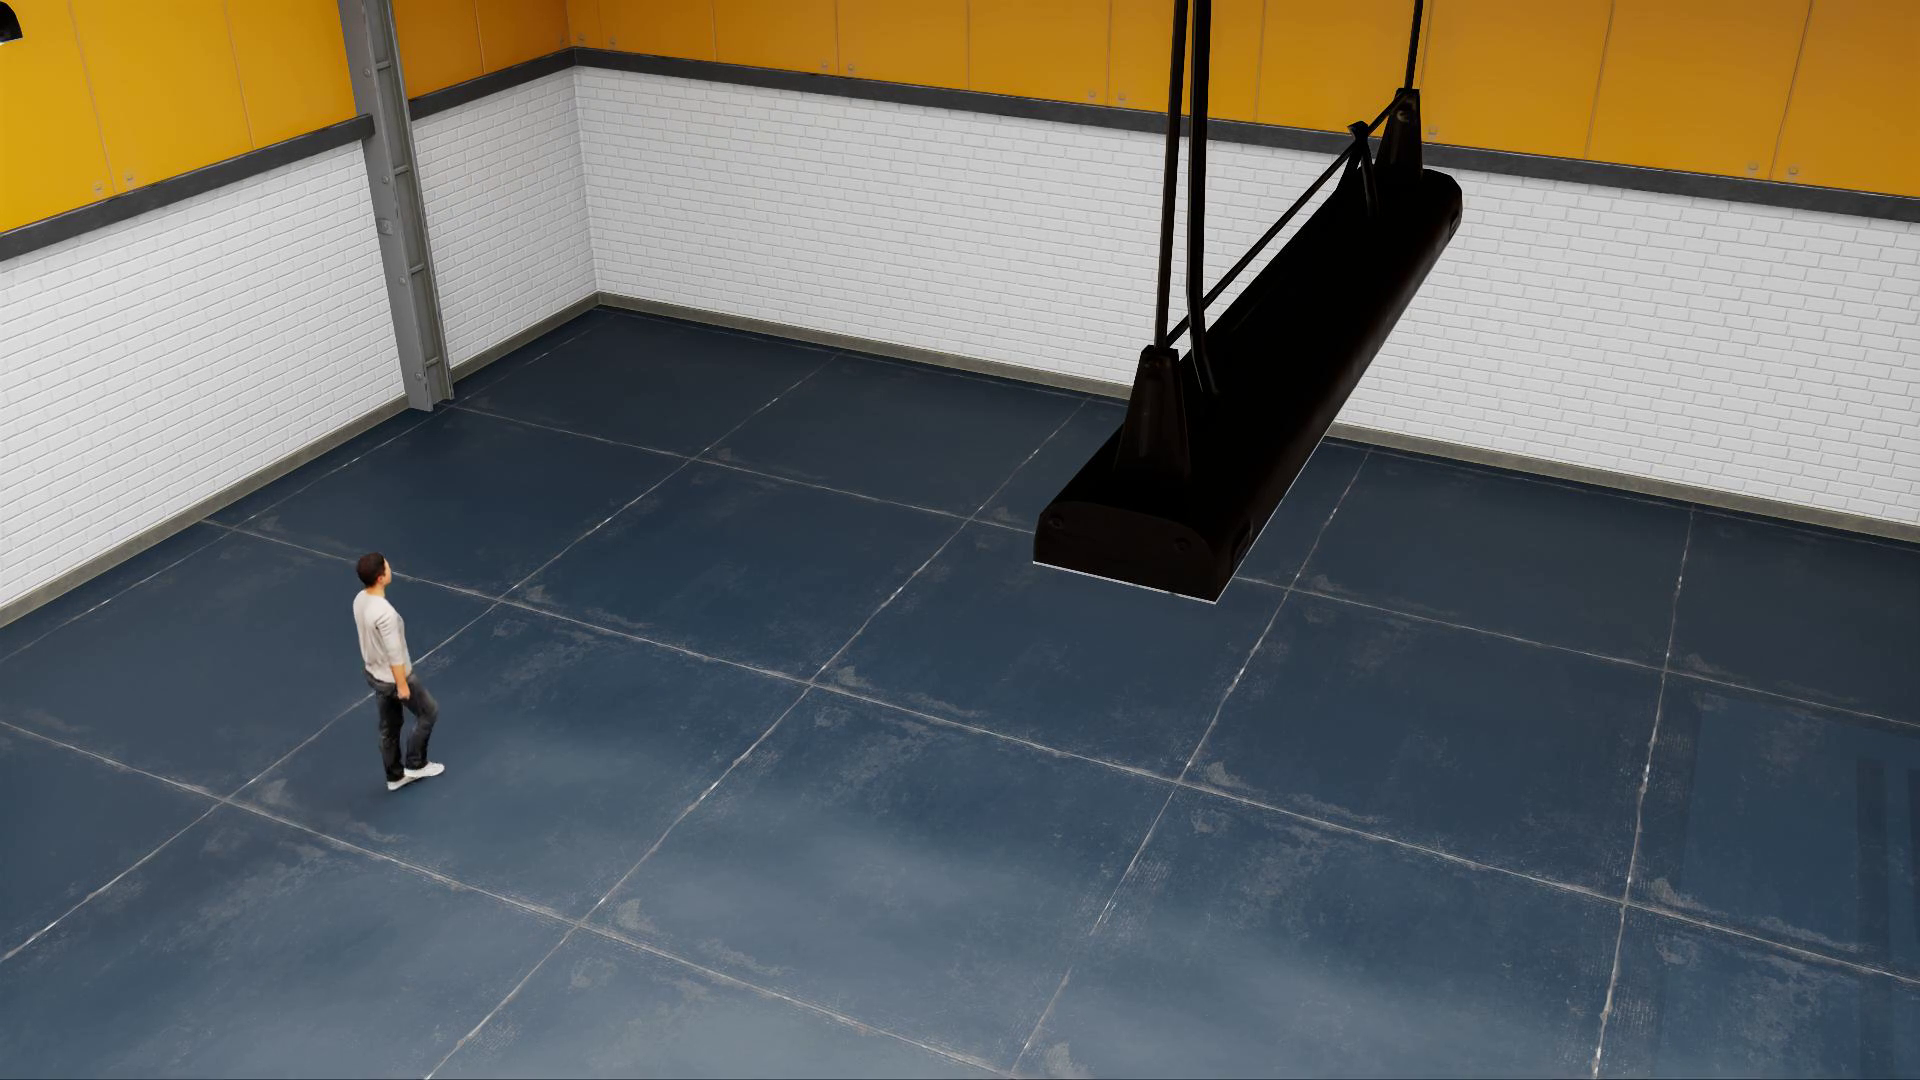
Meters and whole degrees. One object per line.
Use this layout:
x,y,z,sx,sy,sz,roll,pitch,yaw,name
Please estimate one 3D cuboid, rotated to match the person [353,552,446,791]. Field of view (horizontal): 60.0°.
-3.949,0.940,11.294,0.786,1.802,0.772,25,38,38,person
